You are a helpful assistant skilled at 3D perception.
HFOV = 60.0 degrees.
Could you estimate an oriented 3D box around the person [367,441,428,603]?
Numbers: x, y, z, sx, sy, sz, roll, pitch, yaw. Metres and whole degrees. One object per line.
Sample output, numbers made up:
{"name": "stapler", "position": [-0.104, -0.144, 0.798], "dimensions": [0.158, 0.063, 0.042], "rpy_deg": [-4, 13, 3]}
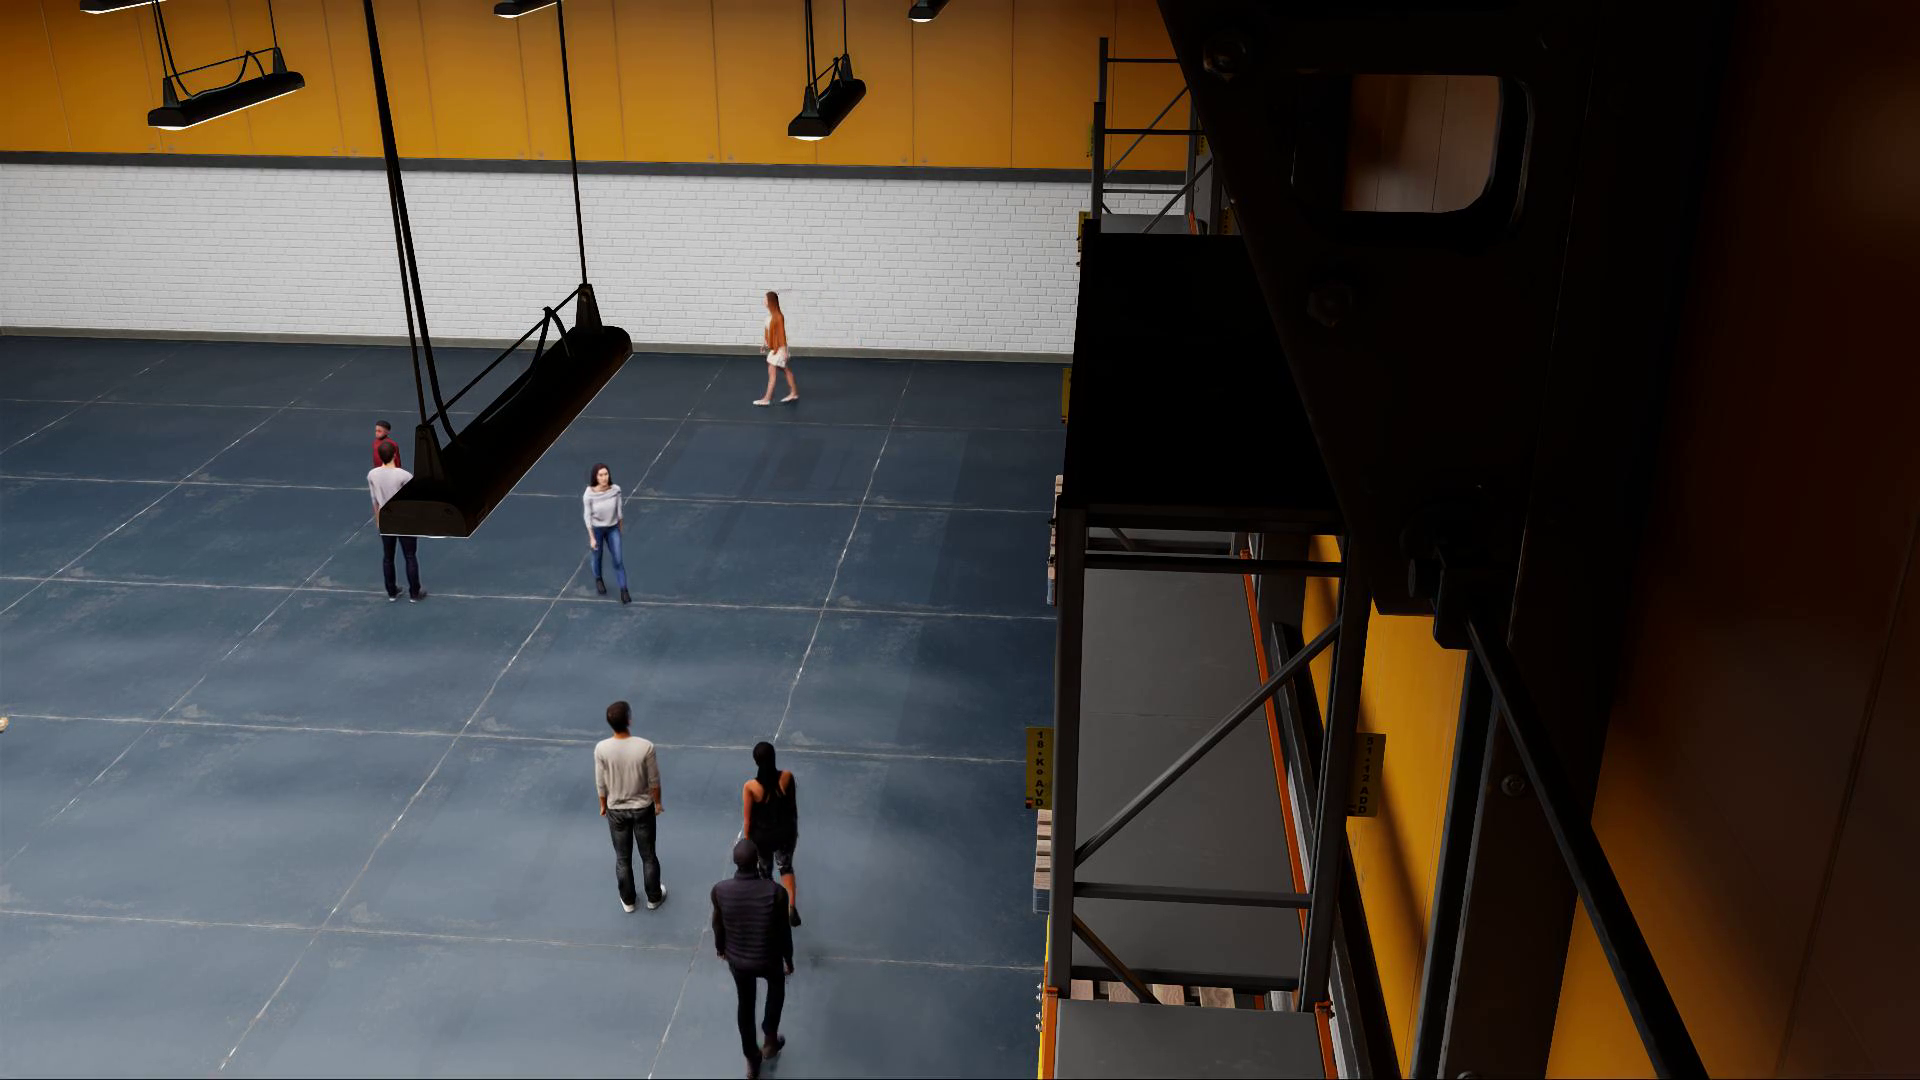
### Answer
{"name": "person", "position": [-6.176, -0.206, 18.179], "dimensions": [0.643, 1.841, 0.529], "rpy_deg": [2, 24, 3]}

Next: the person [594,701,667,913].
{"name": "person", "position": [-2.569, 2.084, 12.978], "dimensions": [0.680, 1.810, 0.602], "rpy_deg": [-2, 24, -4]}

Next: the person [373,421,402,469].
{"name": "person", "position": [-7.024, -0.871, 20.430], "dimensions": [0.539, 1.255, 0.533], "rpy_deg": [6, 24, 14]}

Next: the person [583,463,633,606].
{"name": "person", "position": [-3.945, -0.094, 18.241], "dimensions": [0.958, 1.586, 1.123], "rpy_deg": [-12, 26, -25]}

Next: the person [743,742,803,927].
{"name": "person", "position": [-1.407, 2.286, 12.720], "dimensions": [0.798, 1.647, 0.916], "rpy_deg": [-10, 25, -21]}

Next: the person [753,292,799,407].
{"name": "person", "position": [-2.575, -2.805, 24.309], "dimensions": [0.931, 1.693, 1.002], "rpy_deg": [-8, 25, -18]}

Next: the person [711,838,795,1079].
{"name": "person", "position": [-1.400, 2.861, 11.187], "dimensions": [0.705, 1.821, 0.643], "rpy_deg": [2, 24, 4]}
